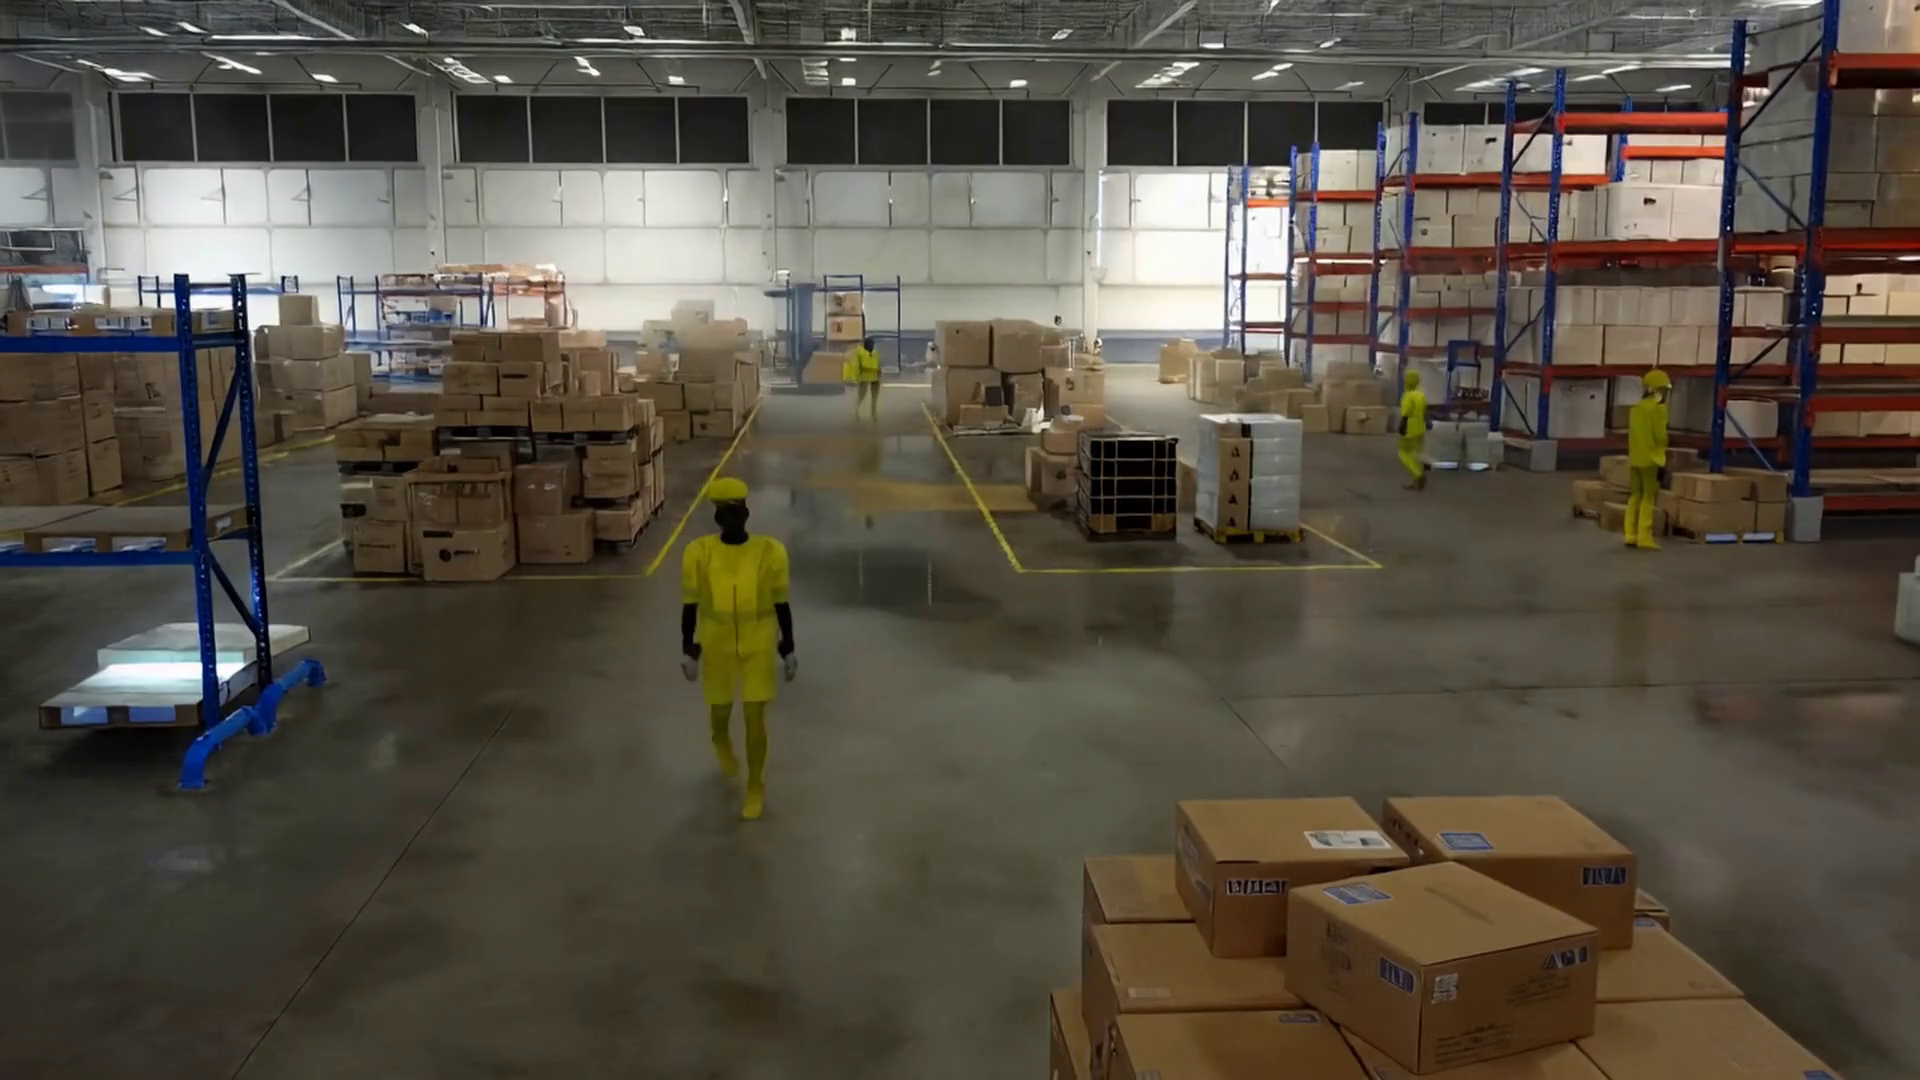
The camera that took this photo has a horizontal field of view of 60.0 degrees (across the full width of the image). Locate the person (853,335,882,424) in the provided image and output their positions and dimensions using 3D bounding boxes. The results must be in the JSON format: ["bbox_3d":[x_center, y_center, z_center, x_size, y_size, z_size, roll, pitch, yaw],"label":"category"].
[{"bbox_3d":[-1.901,-3.296,34.032,0.638,1.823,0.709,-4,10,-26],"label":"person"}]

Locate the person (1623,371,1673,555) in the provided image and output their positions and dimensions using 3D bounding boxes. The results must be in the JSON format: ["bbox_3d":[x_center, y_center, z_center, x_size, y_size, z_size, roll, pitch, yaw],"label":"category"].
[{"bbox_3d":[7.487,-0.842,18.092,0.377,1.991,0.623,-1,9,-8],"label":"person"}]

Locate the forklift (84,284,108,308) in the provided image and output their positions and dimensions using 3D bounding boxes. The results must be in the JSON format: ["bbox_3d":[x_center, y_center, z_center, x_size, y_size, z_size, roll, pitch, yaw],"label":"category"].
[{"bbox_3d":[-19.015,-4.250,36.714,1.873,2.768,1.129,-5,10,-30],"label":"forklift"}]

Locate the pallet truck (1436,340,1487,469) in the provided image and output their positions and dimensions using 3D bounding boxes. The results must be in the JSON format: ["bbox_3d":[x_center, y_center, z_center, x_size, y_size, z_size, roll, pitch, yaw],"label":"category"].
[{"bbox_3d":[8.004,-2.170,26.422,0.823,1.965,1.885,2,9,14],"label":"pallet truck"}]

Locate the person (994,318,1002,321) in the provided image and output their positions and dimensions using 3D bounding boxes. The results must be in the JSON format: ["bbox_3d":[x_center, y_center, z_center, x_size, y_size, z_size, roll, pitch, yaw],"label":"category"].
[{"bbox_3d":[0.972,-4.710,42.542,0.342,1.941,0.551,-4,10,-25],"label":"person"}]

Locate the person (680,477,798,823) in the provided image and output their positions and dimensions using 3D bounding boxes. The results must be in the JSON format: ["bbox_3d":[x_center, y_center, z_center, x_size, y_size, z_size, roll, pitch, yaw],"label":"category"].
[{"bbox_3d":[-1.260,0.569,9.486,0.655,1.924,0.879,-1,9,-5],"label":"person"}]

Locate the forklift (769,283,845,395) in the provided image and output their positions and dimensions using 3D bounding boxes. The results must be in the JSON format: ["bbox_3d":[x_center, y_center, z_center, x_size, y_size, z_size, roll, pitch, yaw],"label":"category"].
[{"bbox_3d":[-3.855,-5.072,41.875,1.873,2.768,1.129,-1,9,-4],"label":"forklift"}]

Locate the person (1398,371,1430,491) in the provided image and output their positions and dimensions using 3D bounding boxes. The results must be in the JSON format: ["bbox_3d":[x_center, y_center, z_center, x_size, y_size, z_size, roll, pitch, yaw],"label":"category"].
[{"bbox_3d":[6.358,-1.498,23.145,0.560,1.685,0.462,-8,12,-41],"label":"person"}]
